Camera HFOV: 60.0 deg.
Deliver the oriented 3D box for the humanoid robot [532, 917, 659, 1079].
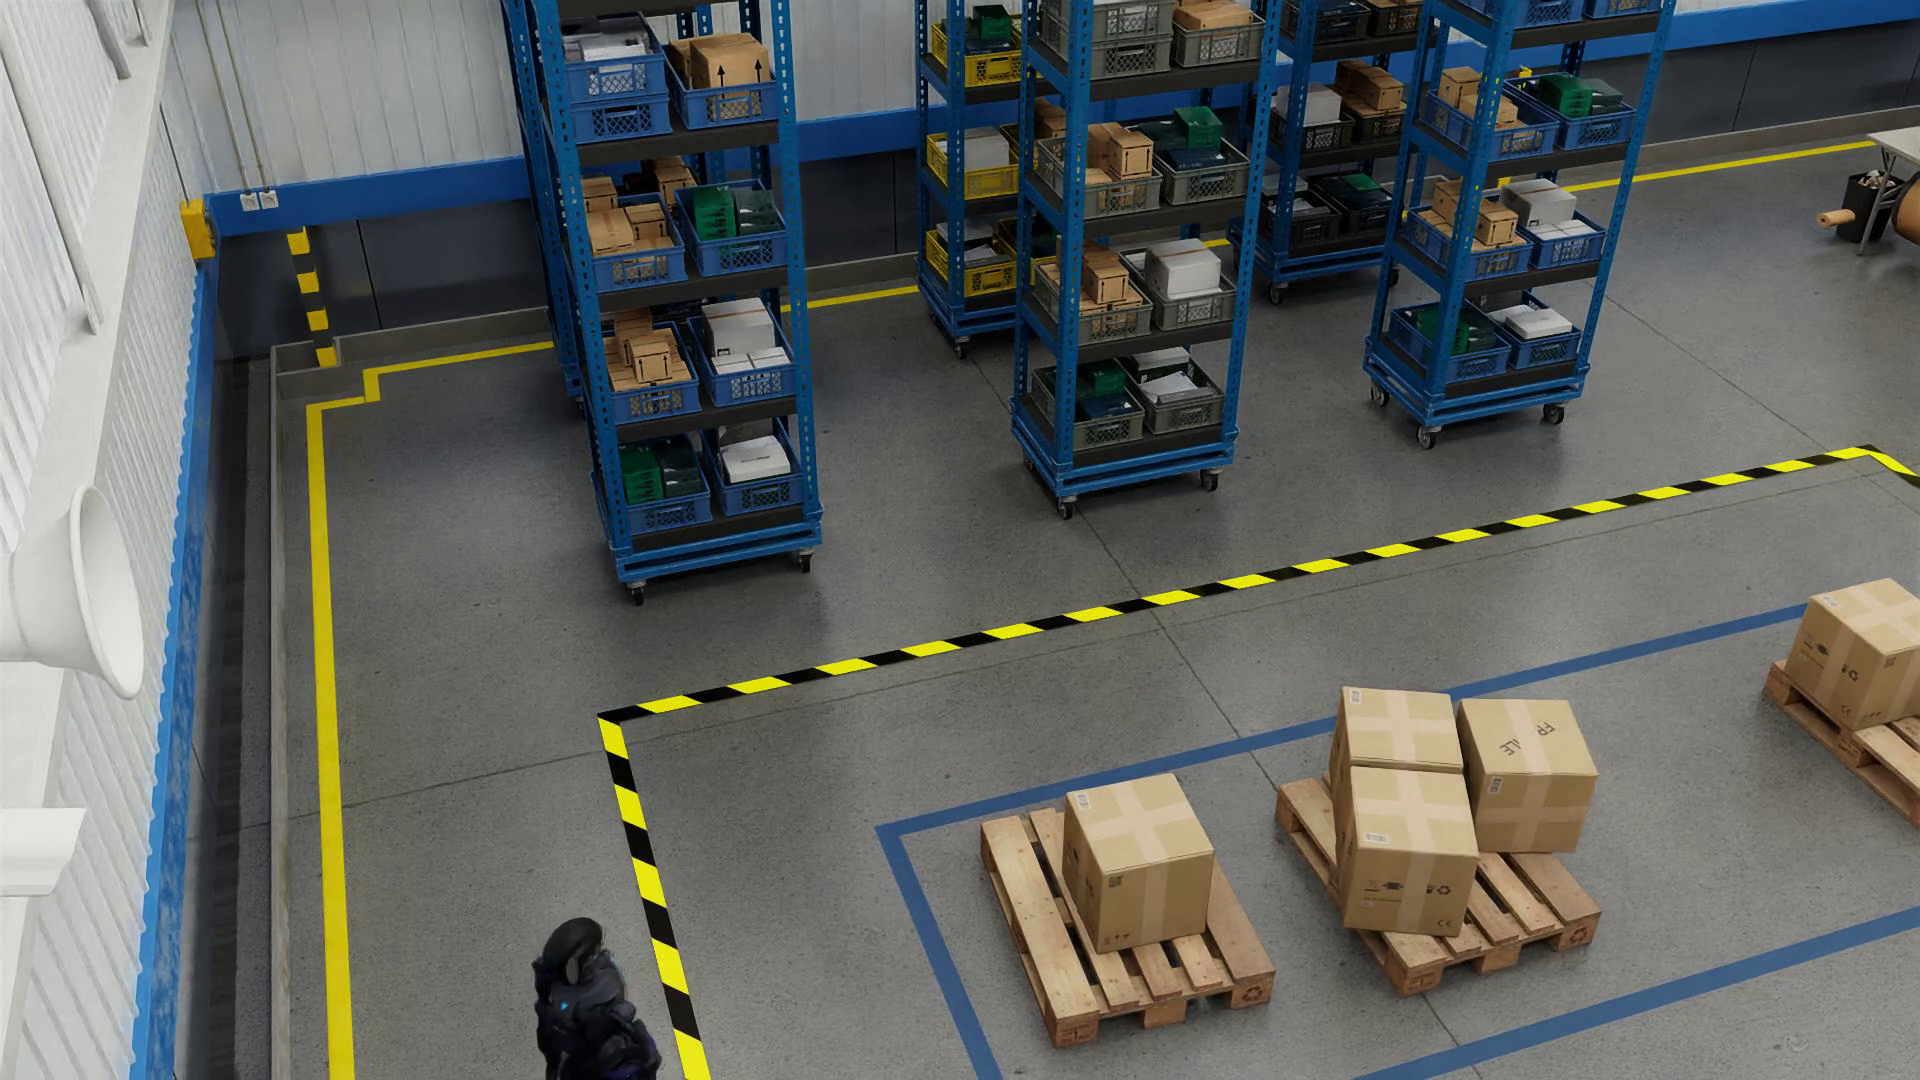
[{"bbox_3d":[-1.274,1.941,6.080,0.586,1.636,0.396,19,40,25],"label":"humanoid robot"}]
